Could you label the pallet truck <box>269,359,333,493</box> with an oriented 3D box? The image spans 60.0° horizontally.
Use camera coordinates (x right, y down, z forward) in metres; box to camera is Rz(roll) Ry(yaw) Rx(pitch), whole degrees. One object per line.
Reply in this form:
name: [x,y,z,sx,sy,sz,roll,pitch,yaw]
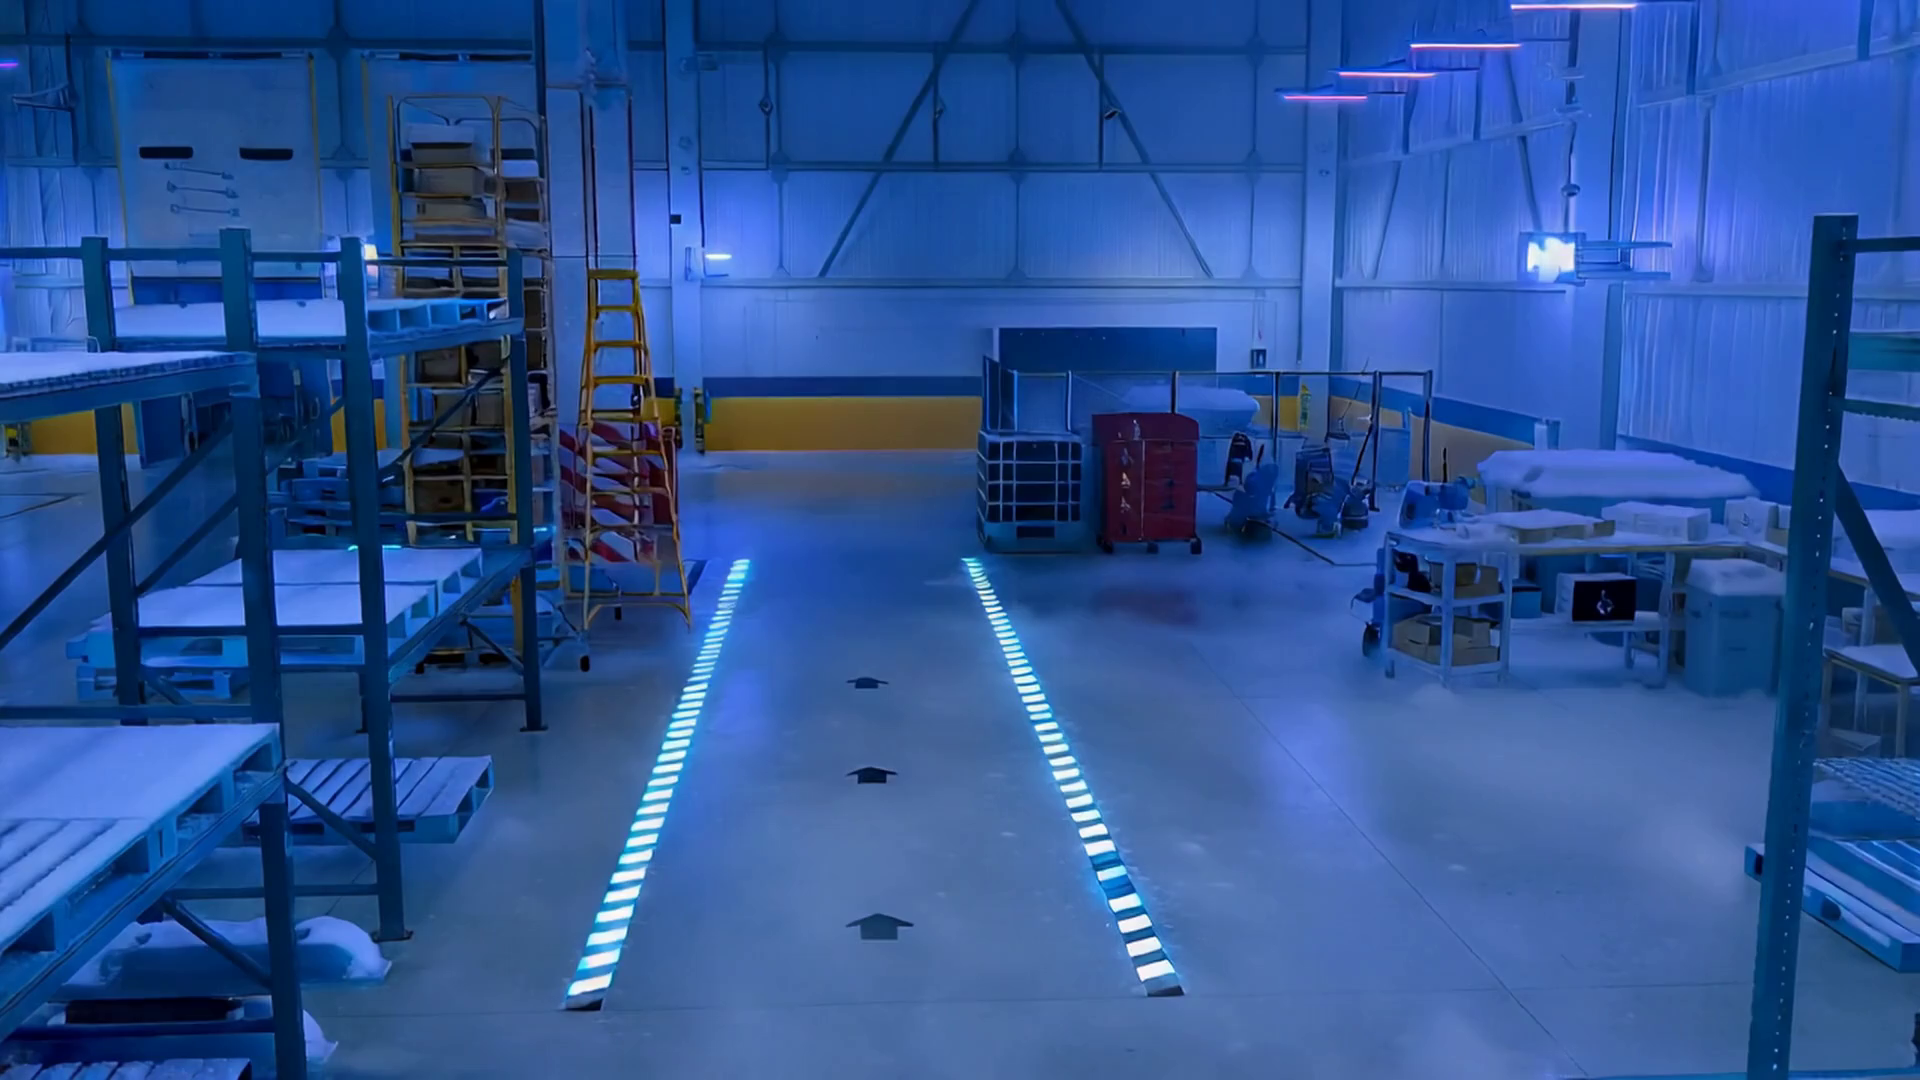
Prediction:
pallet truck: [-7.062,-1.131,18.996,1.885,1.965,0.823,2,9,13]
